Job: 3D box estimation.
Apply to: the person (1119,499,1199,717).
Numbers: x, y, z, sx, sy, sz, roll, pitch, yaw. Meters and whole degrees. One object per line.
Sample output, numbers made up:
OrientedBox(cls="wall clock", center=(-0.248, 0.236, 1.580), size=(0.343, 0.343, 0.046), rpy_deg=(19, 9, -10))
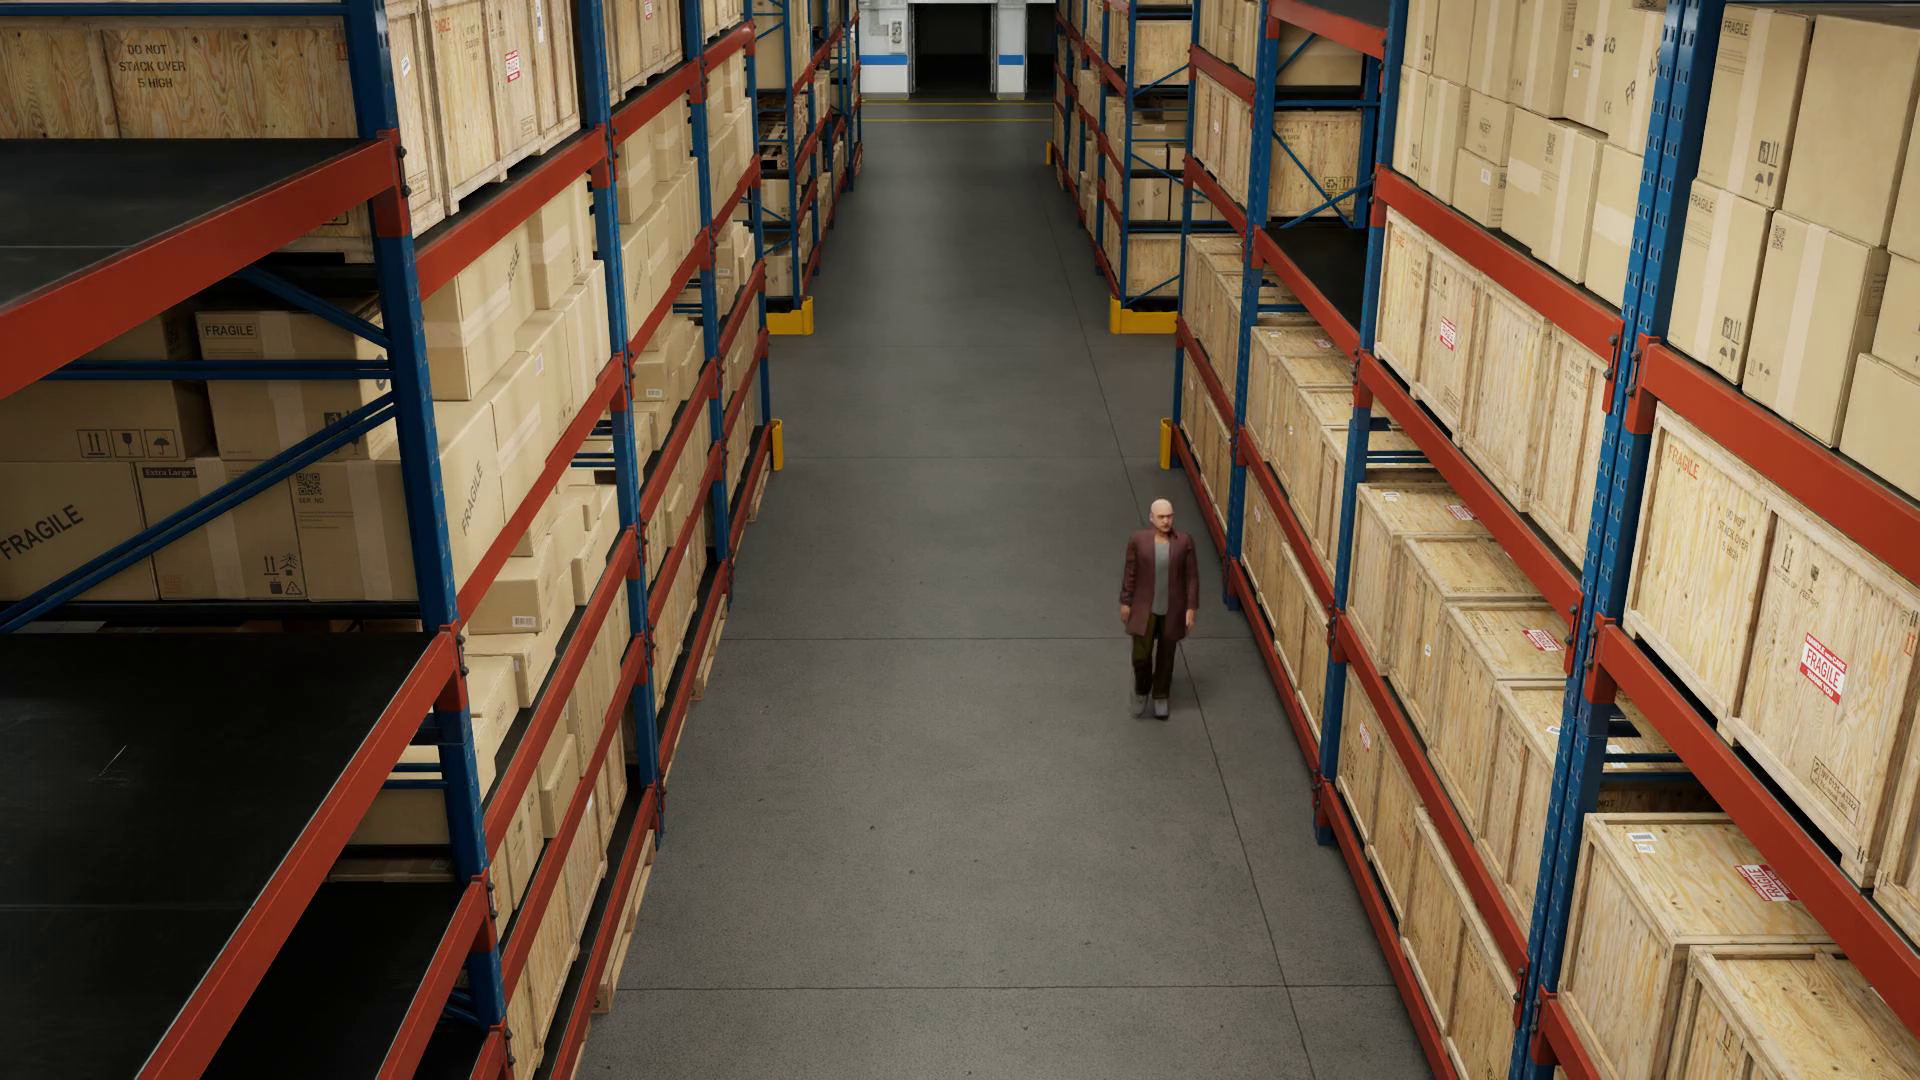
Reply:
OrientedBox(cls="person", center=(1.564, 0.555, 13.033), size=(0.615, 1.778, 0.509), rpy_deg=(1, 22, 2))
